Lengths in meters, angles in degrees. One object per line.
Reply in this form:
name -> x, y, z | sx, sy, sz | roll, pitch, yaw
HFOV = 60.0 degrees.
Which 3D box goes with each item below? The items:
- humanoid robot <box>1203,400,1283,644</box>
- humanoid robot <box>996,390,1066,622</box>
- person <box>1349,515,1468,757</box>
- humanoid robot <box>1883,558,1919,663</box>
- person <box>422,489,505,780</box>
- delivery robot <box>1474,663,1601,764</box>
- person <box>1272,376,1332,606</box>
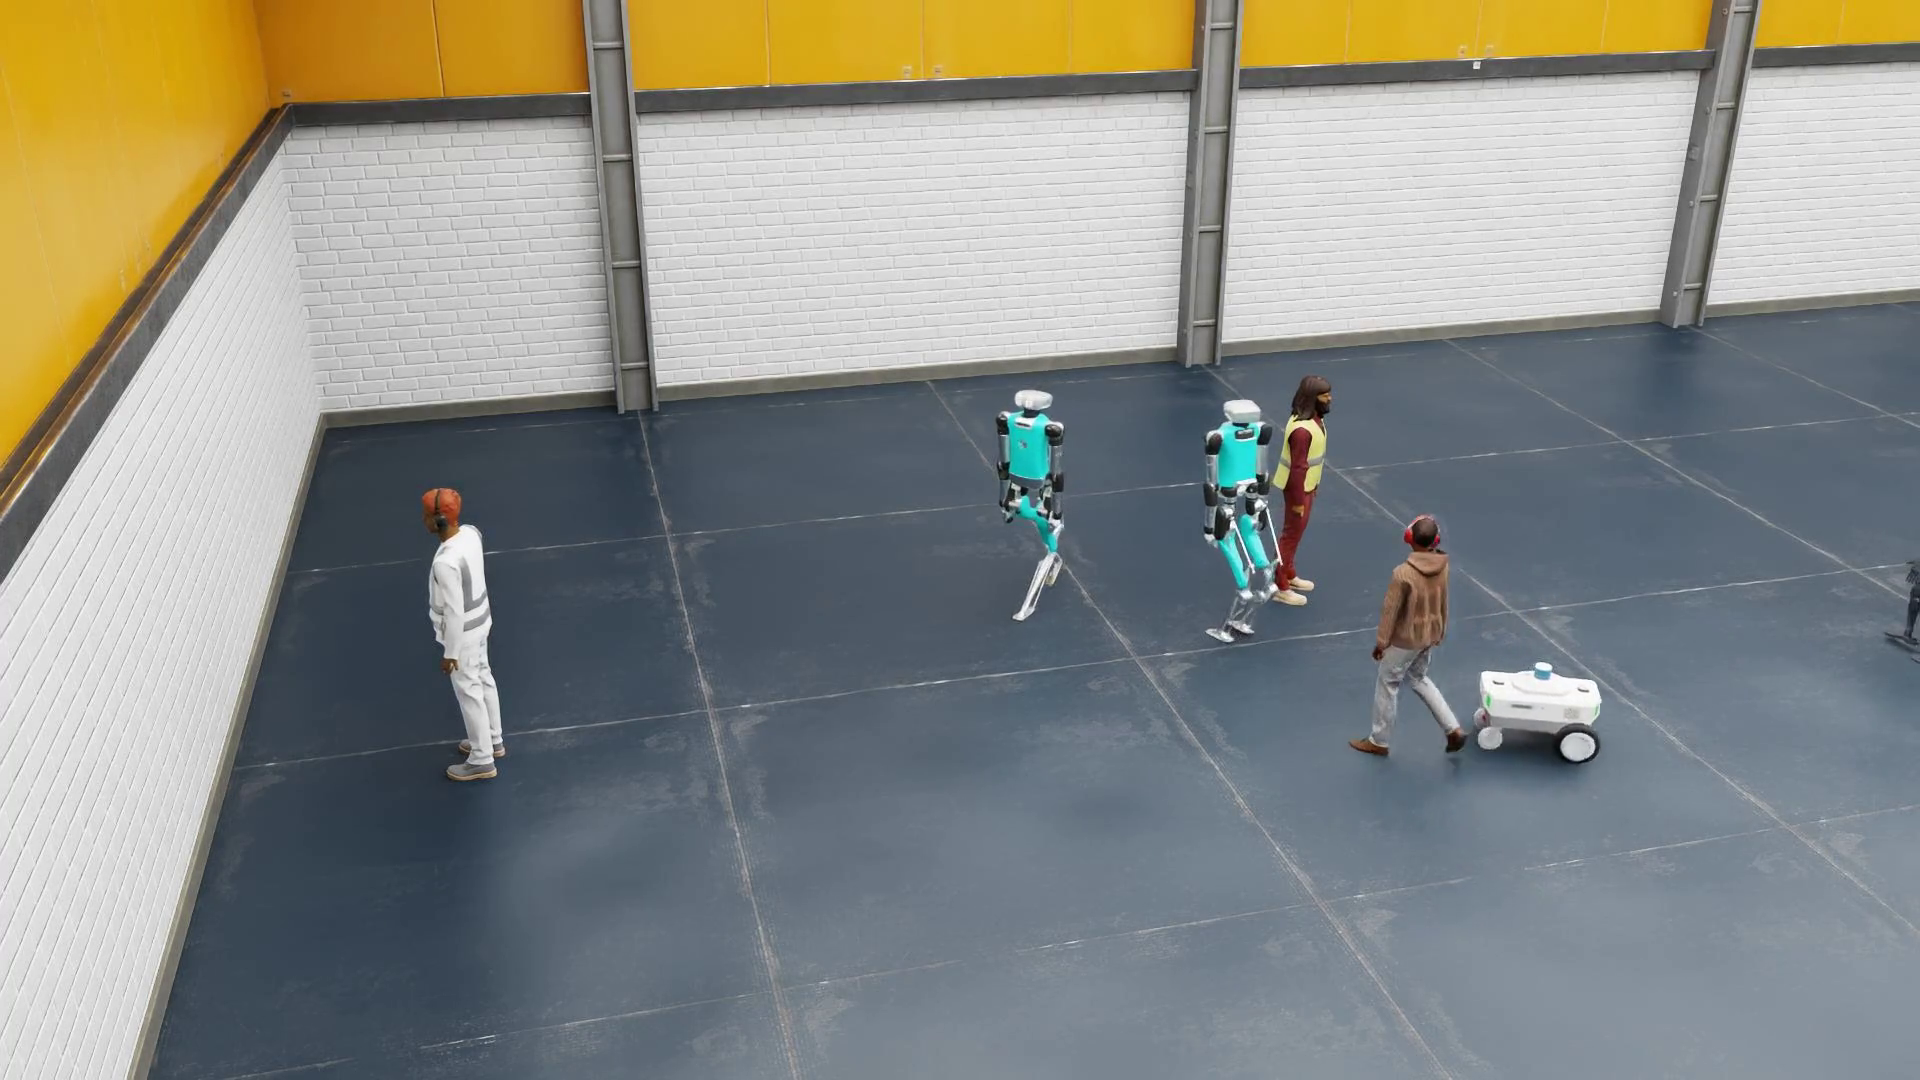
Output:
humanoid robot -> 2.030, -0.078, 11.660 | 0.537, 1.753, 0.660 | -11, 26, -24
humanoid robot -> 0.658, -0.341, 12.354 | 0.530, 1.774, 0.995 | 14, 27, 28
person -> 2.830, 0.633, 10.234 | 0.491, 1.635, 0.577 | -18, 29, -35
humanoid robot -> 6.754, 0.070, 11.462 | 0.609, 1.642, 0.541 | -18, 29, -35
person -> -3.018, 0.563, 10.078 | 0.345, 1.883, 0.583 | 0, 24, 0
delivery robot -> 3.687, 1.064, 10.577 | 0.773, 0.586, 0.499 | 4, 24, 10
person -> 2.516, -0.377, 12.363 | 0.362, 1.763, 0.469 | 9, 25, 20
